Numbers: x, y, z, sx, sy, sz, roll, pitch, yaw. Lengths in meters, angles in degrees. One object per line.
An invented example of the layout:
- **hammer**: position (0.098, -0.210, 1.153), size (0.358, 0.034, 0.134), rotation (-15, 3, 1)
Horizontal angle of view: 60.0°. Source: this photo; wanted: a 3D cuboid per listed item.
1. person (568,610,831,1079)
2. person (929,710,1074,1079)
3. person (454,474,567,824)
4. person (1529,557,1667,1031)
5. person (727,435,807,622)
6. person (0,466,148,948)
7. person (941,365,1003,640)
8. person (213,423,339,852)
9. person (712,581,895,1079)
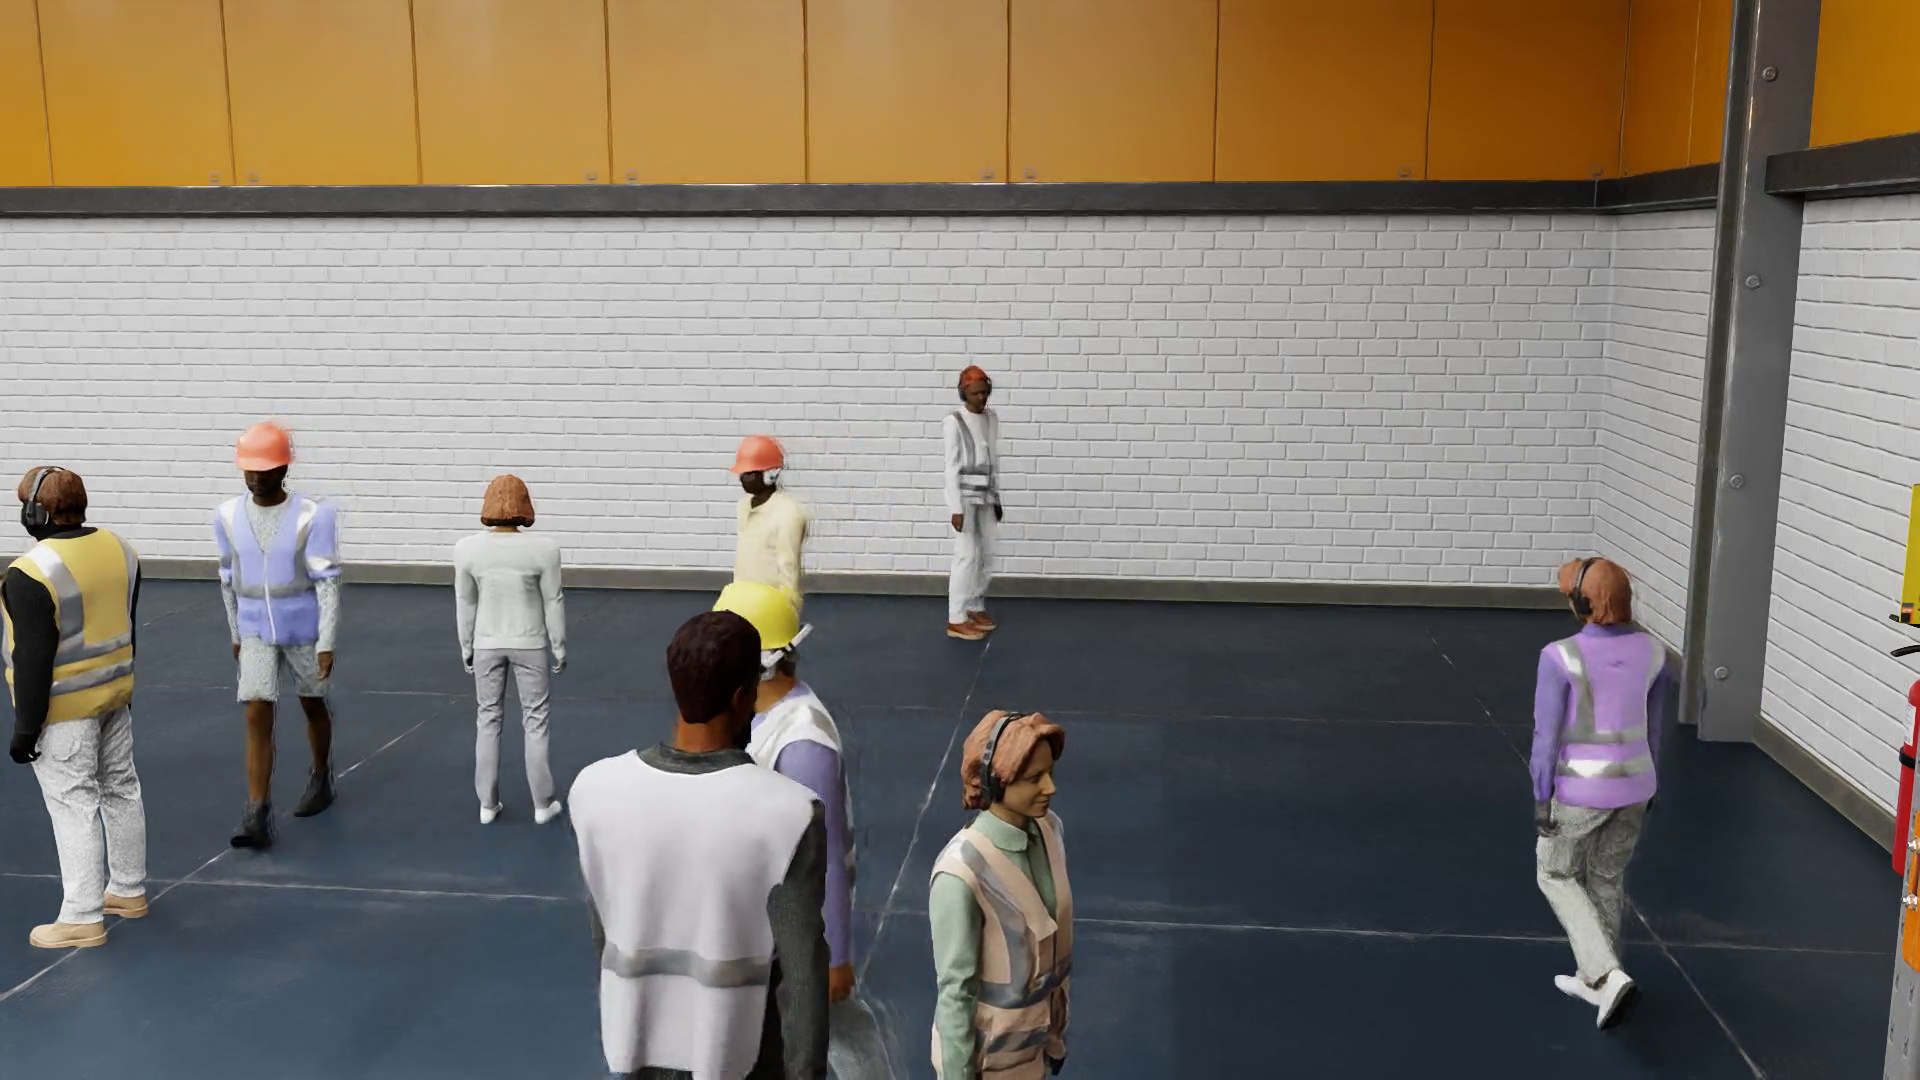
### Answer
- **person**: position (-0.540, 1.089, 3.600), size (0.587, 1.896, 0.497), rotation (2, 10, 11)
- **person**: position (0.096, 1.182, 3.793), size (0.313, 1.639, 0.517), rotation (5, 11, 28)
- **person**: position (-2.068, 0.508, 7.690), size (0.501, 1.626, 0.278), rotation (0, 10, 1)
- **person**: position (2.192, 0.872, 5.625), size (0.543, 1.620, 0.507), rotation (-3, 10, -16)
- **person**: position (-0.948, 0.326, 8.423), size (0.490, 1.731, 0.574), rotation (-8, 12, -37)
- **person**: position (-3.400, 0.632, 6.364), size (0.429, 1.845, 0.621), rotation (2, 10, 9)
- **person**: position (0.102, -0.265, 11.409), size (0.397, 1.869, 0.608), rotation (7, 12, 35)
- **person**: position (-3.062, 0.416, 7.467), size (0.554, 1.883, 0.982), rotation (-1, 10, -5)
- **person**: position (-0.527, 0.988, 4.521), size (0.937, 1.777, 0.609), rotation (-2, 10, -14)
